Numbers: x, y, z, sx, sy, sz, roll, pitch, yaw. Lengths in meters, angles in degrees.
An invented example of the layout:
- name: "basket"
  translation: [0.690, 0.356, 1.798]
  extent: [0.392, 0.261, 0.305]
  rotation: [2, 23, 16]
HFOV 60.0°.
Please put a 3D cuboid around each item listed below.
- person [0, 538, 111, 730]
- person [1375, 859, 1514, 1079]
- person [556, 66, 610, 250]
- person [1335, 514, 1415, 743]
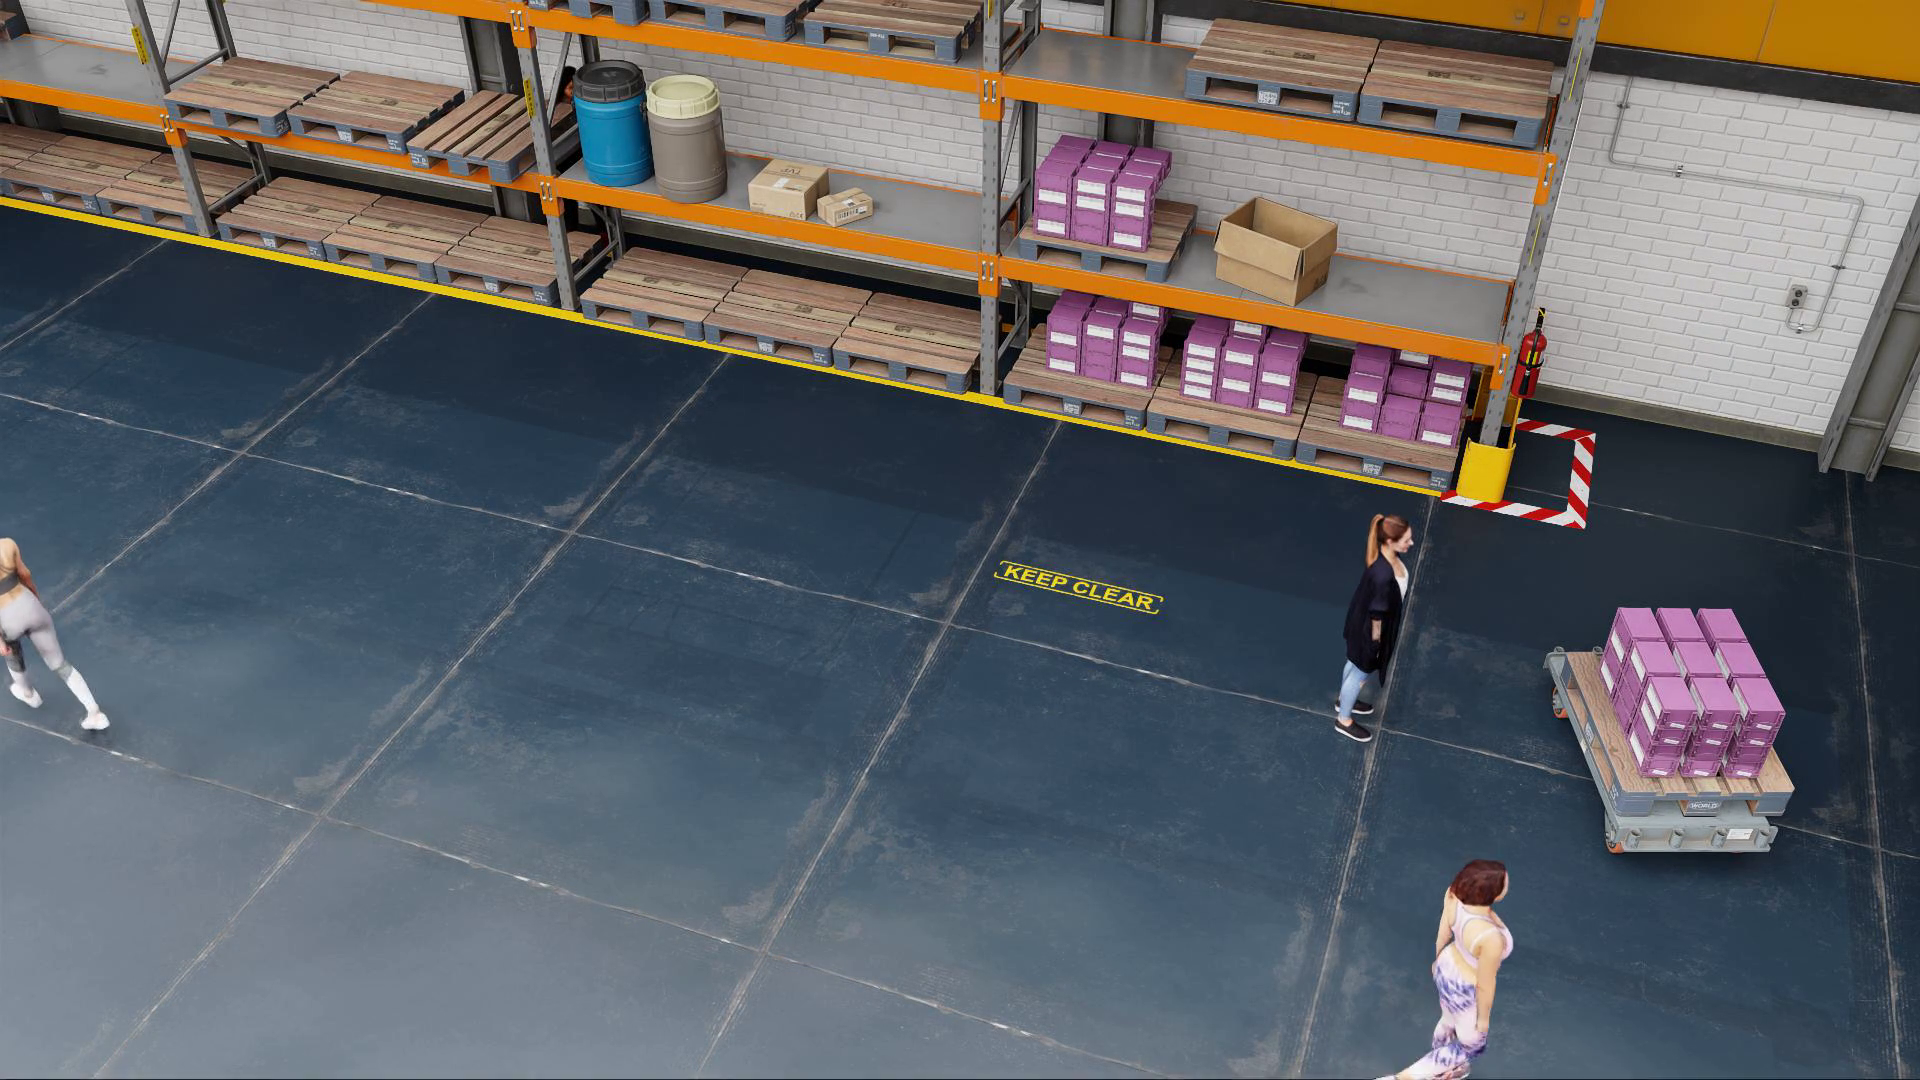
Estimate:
- name: "person"
  translation: [-5.792, 0.546, 10.366]
  extent: [1.186, 1.663, 0.746]
  rotation: [22, 43, 25]
- name: "person"
  translation: [2.402, 2.232, 8.181]
  extent: [0.993, 1.756, 0.892]
  rotation: [-11, 40, -14]
- name: "person"
  translation: [-3.510, -3.506, 15.319]
  extent: [0.770, 1.814, 0.831]
  rotation: [-16, 41, -19]
- name: "person"
  translation: [2.570, 0.521, 10.381]
  extent: [0.559, 1.683, 0.632]
  rotation: [11, 40, 13]
